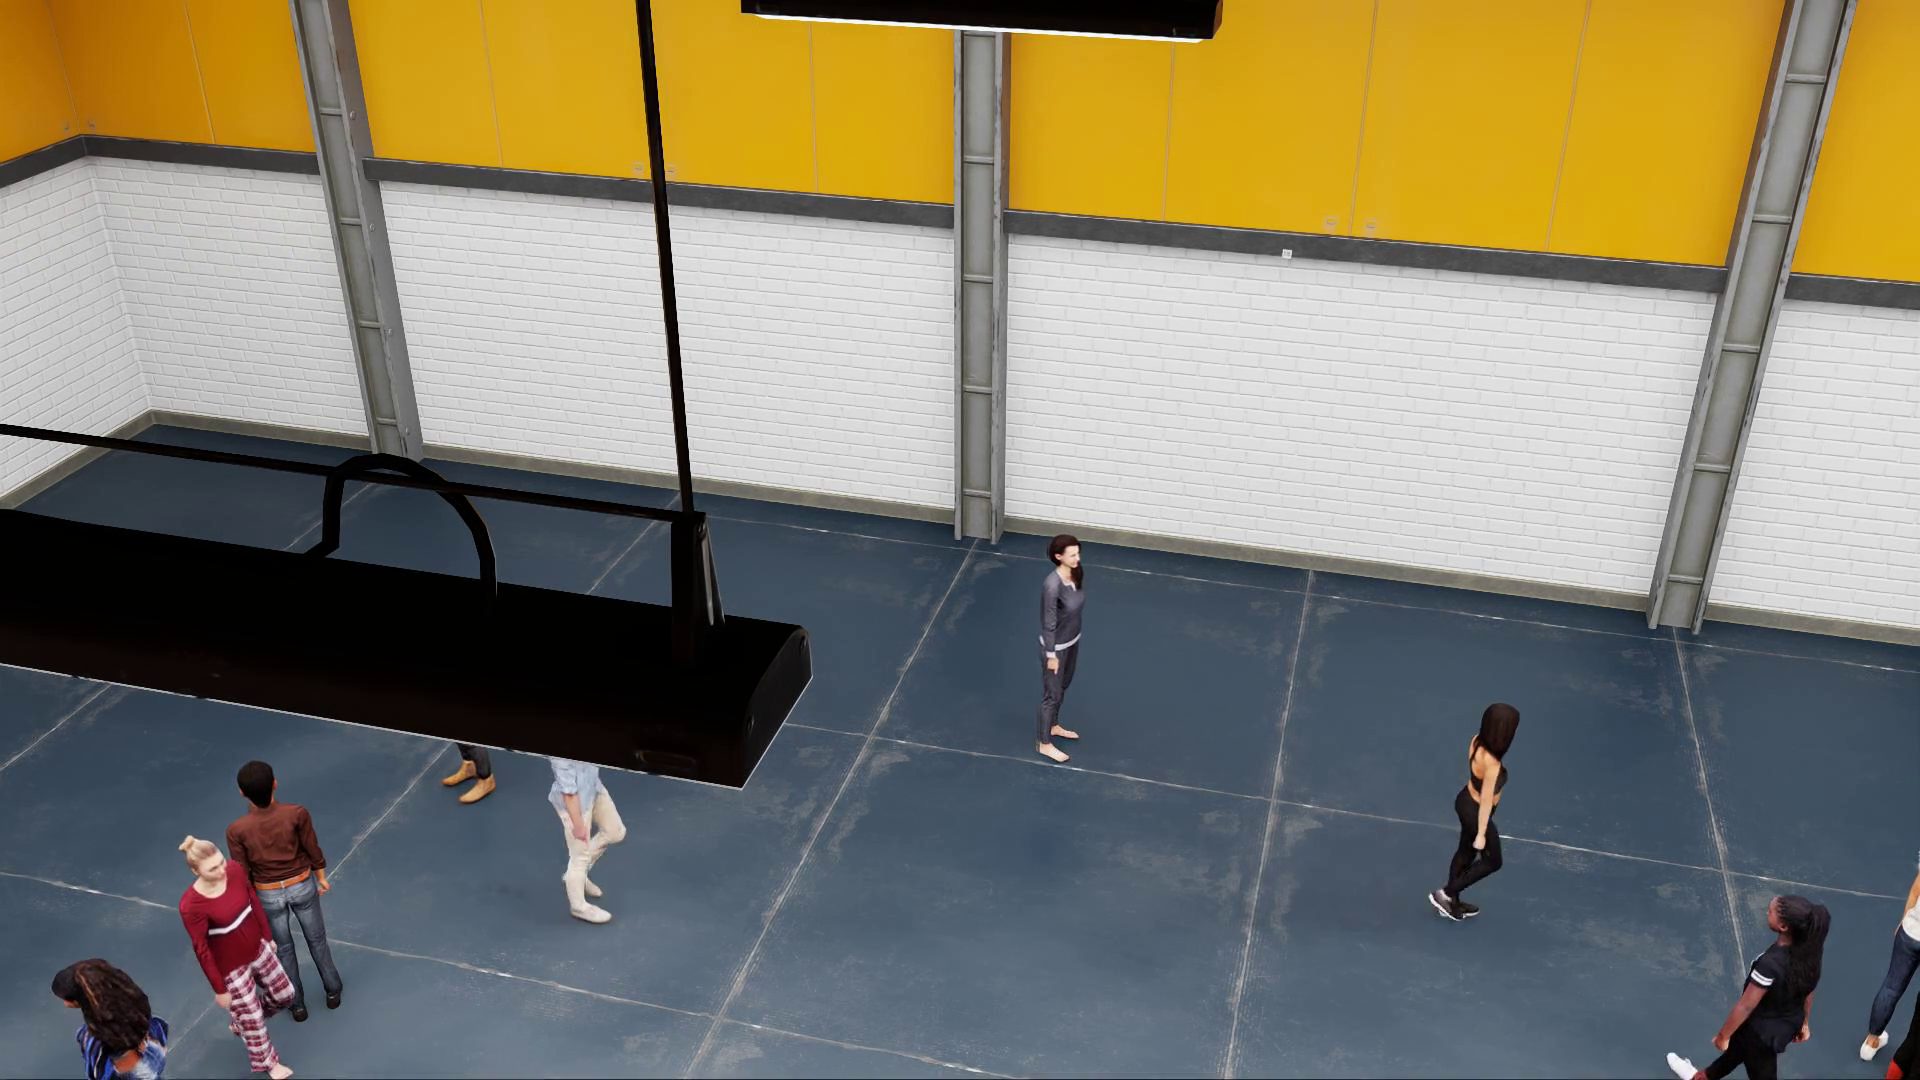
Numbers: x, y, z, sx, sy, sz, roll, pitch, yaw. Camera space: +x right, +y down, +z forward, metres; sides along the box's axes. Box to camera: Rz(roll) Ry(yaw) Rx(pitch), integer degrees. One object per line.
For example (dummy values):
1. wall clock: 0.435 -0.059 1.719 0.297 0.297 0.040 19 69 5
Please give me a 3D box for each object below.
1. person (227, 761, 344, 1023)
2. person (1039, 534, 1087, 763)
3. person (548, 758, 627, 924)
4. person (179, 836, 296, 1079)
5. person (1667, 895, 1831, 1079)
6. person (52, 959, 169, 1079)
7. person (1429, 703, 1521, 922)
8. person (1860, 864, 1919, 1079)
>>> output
1. person: -3.901 2.031 9.626 0.698 1.779 0.766 -14 32 -25
2. person: 0.709 0.737 12.010 0.595 1.769 0.655 12 31 21
3. person: -2.450 1.603 10.357 0.686 1.832 0.683 5 29 10
4. person: -4.058 2.301 9.226 0.702 1.690 0.685 10 30 18
5. person: 4.279 2.606 8.649 1.041 1.706 1.130 -17 33 -28
6. person: -4.139 2.738 8.513 0.758 1.605 0.722 1 29 3
7. person: 3.129 1.718 10.354 0.683 1.632 0.643 0 29 1
8. person: 5.394 2.241 9.210 0.718 1.809 0.621 -24 36 -36
